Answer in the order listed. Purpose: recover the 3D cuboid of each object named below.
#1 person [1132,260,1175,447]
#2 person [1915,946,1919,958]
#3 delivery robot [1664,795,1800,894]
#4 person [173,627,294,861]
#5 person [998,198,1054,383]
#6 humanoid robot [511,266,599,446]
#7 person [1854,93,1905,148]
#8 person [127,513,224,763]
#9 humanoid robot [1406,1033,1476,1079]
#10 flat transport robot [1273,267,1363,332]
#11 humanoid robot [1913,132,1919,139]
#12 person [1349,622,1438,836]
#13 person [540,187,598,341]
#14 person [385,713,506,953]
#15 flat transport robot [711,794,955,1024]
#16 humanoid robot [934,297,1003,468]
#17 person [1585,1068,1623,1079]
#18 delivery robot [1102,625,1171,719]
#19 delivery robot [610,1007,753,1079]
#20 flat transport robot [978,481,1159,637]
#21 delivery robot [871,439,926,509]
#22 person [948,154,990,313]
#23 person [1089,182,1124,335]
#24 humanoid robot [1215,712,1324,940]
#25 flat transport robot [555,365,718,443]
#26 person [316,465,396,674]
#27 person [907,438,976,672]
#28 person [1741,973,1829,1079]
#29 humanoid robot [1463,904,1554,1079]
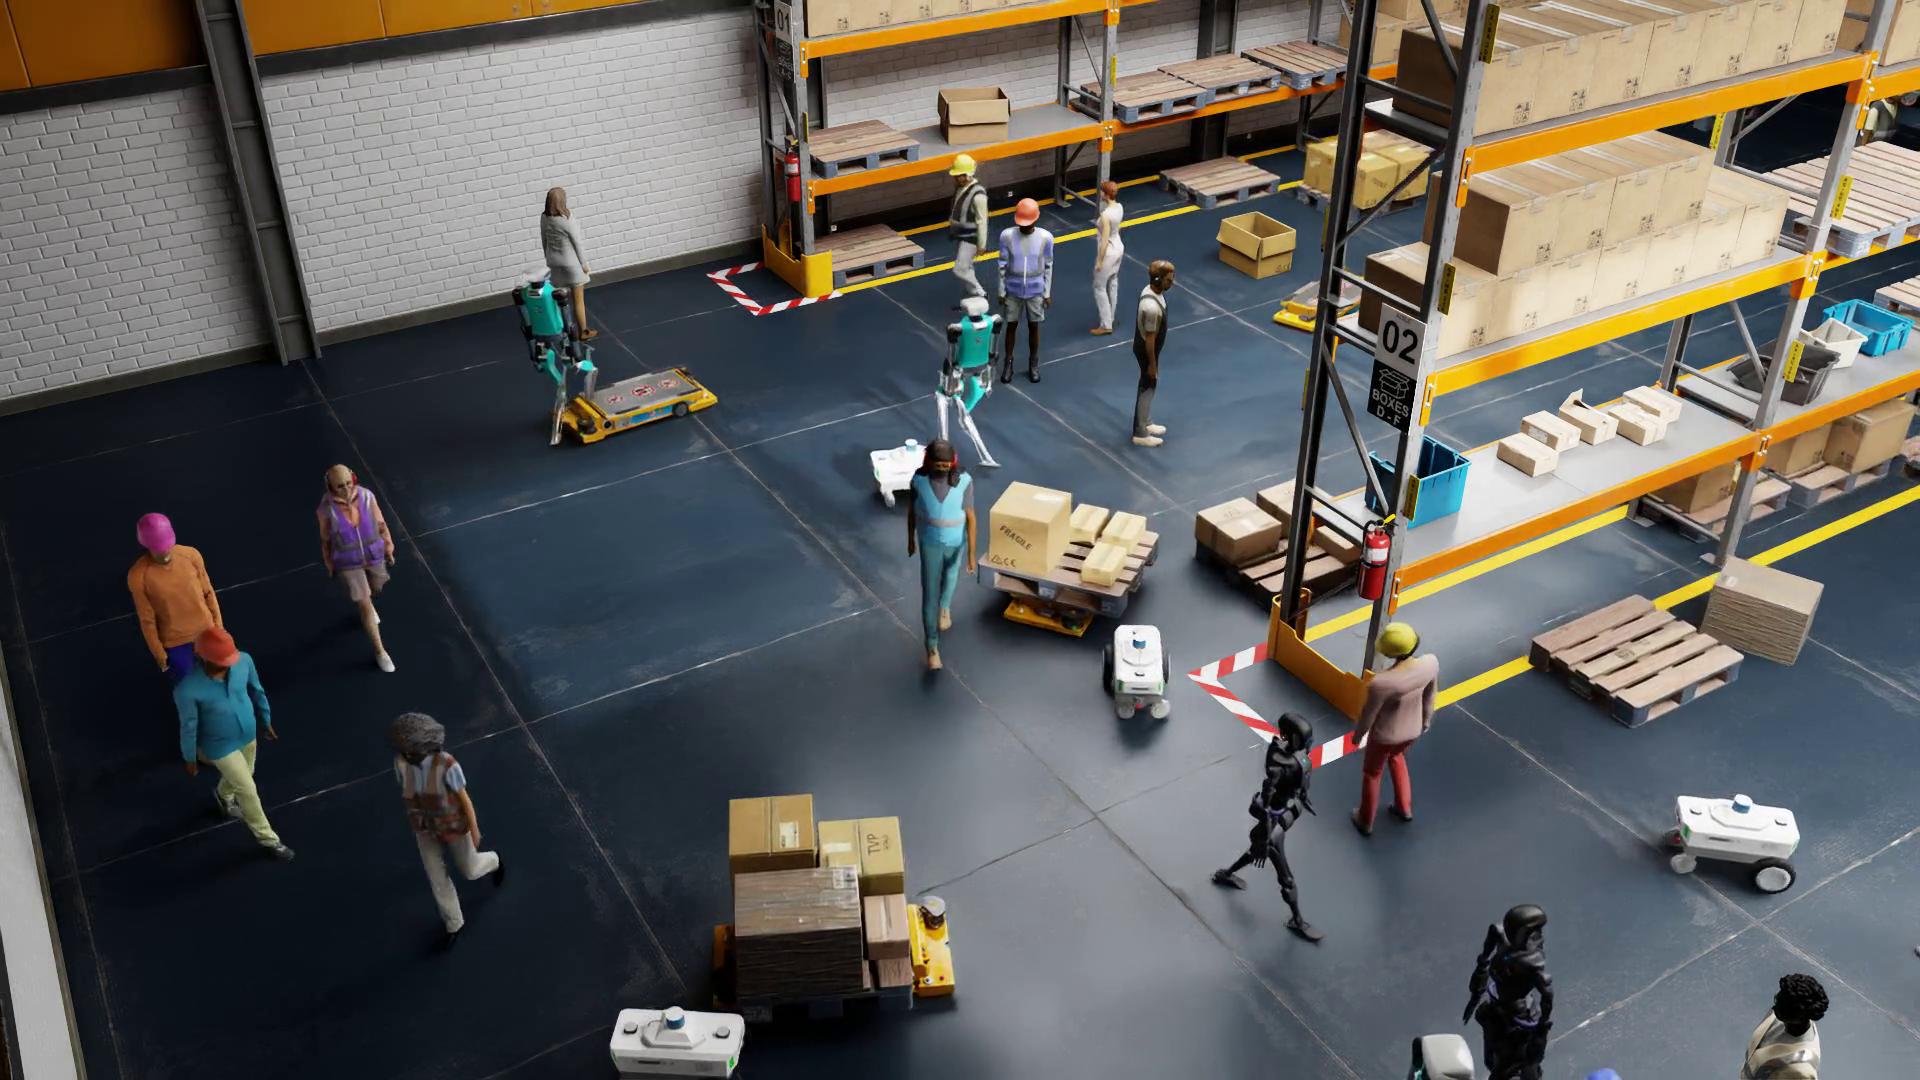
[{"bbox_3d":[1.775,-1.727,15.367,0.358,1.836,0.510,4,32,7],"label":"person"},{"bbox_3d":[6.108,1.830,9.659,0.483,1.897,0.564,19,37,28],"label":"person"},{"bbox_3d":[5.019,1.916,10.766,0.795,0.602,0.499,6,33,10],"label":"delivery robot"},{"bbox_3d":[-4.748,1.245,10.748,0.829,1.706,0.580,16,36,24],"label":"person"},{"bbox_3d":[0.642,-2.464,16.454,0.542,1.928,0.370,1,32,2],"label":"person"},{"bbox_3d":[-3.735,-1.802,15.598,0.578,1.774,0.892,7,33,11],"label":"humanoid robot"},{"bbox_3d":[11.010,-4.689,20.088,0.561,1.836,0.380,-20,37,-28],"label":"person"},{"bbox_3d":[-5.322,0.657,11.438,0.515,1.973,0.407,-27,41,-36],"label":"person"},{"bbox_3d":[1.951,3.039,7.855,0.771,1.783,0.537,-5,32,-8],"label":"humanoid robot"},{"bbox_3d":[4.089,-2.627,18.274,0.659,0.231,1.431,23,39,32],"label":"flat transport robot"},{"bbox_3d":[13.485,-6.167,22.623,0.543,1.630,0.607,14,35,21],"label":"humanoid robot"},{"bbox_3d":[2.792,1.207,10.777,0.565,1.732,0.386,-13,34,-20],"label":"person"},{"bbox_3d":[-4.109,-2.886,17.376,0.483,1.659,0.338,11,34,17],"label":"person"},{"bbox_3d":[-3.101,1.678,10.081,0.478,1.665,0.633,6,33,9],"label":"person"},{"bbox_3d":[-0.776,2.508,10.084,1.431,0.231,0.659,-3,32,-5],"label":"flat transport robot"},{"bbox_3d":[-0.009,-1.485,15.096,0.530,1.753,0.887,-15,35,-22],"label":"humanoid robot"},{"bbox_3d":[2.737,3.142,7.684,0.616,1.750,0.349,-10,34,-16],"label":"person"},{"bbox_3d":[1.321,0.942,12.293,0.512,0.574,0.744,2,32,3],"label":"delivery robot"},{"bbox_3d":[-1.568,2.841,9.270,0.756,0.580,0.499,2,32,3],"label":"delivery robot"},{"bbox_3d":[0.922,0.287,13.627,0.659,0.231,1.431,13,34,20],"label":"flat transport robot"},{"bbox_3d":[-0.418,-0.618,14.780,0.729,0.573,0.512,-5,32,-8],"label":"delivery robot"},{"bbox_3d":[0.069,-3.273,17.850,0.431,1.810,0.586,-10,33,-15],"label":"person"},{"bbox_3d":[1.565,-2.991,17.553,0.340,1.653,0.542,17,36,25],"label":"person"},{"bbox_3d":[1.955,1.665,10.170,0.824,1.622,0.613,22,38,31],"label":"humanoid robot"},{"bbox_3d":[-3.153,-1.332,16.208,1.431,0.231,0.659,-21,38,-29],"label":"flat transport robot"},{"bbox_3d":[-4.555,0.120,12.585,0.498,1.660,0.839,-23,39,-32],"label":"person"},{"bbox_3d":[-0.135,0.056,12.533,0.498,1.811,0.994,-3,32,-4],"label":"person"},{"bbox_3d":[4.025,2.798,8.285,0.319,1.693,0.531,8,33,13],"label":"person"},{"bbox_3d":[2.957,2.531,8.754,0.702,1.630,0.586,-12,34,-19],"label":"humanoid robot"}]
